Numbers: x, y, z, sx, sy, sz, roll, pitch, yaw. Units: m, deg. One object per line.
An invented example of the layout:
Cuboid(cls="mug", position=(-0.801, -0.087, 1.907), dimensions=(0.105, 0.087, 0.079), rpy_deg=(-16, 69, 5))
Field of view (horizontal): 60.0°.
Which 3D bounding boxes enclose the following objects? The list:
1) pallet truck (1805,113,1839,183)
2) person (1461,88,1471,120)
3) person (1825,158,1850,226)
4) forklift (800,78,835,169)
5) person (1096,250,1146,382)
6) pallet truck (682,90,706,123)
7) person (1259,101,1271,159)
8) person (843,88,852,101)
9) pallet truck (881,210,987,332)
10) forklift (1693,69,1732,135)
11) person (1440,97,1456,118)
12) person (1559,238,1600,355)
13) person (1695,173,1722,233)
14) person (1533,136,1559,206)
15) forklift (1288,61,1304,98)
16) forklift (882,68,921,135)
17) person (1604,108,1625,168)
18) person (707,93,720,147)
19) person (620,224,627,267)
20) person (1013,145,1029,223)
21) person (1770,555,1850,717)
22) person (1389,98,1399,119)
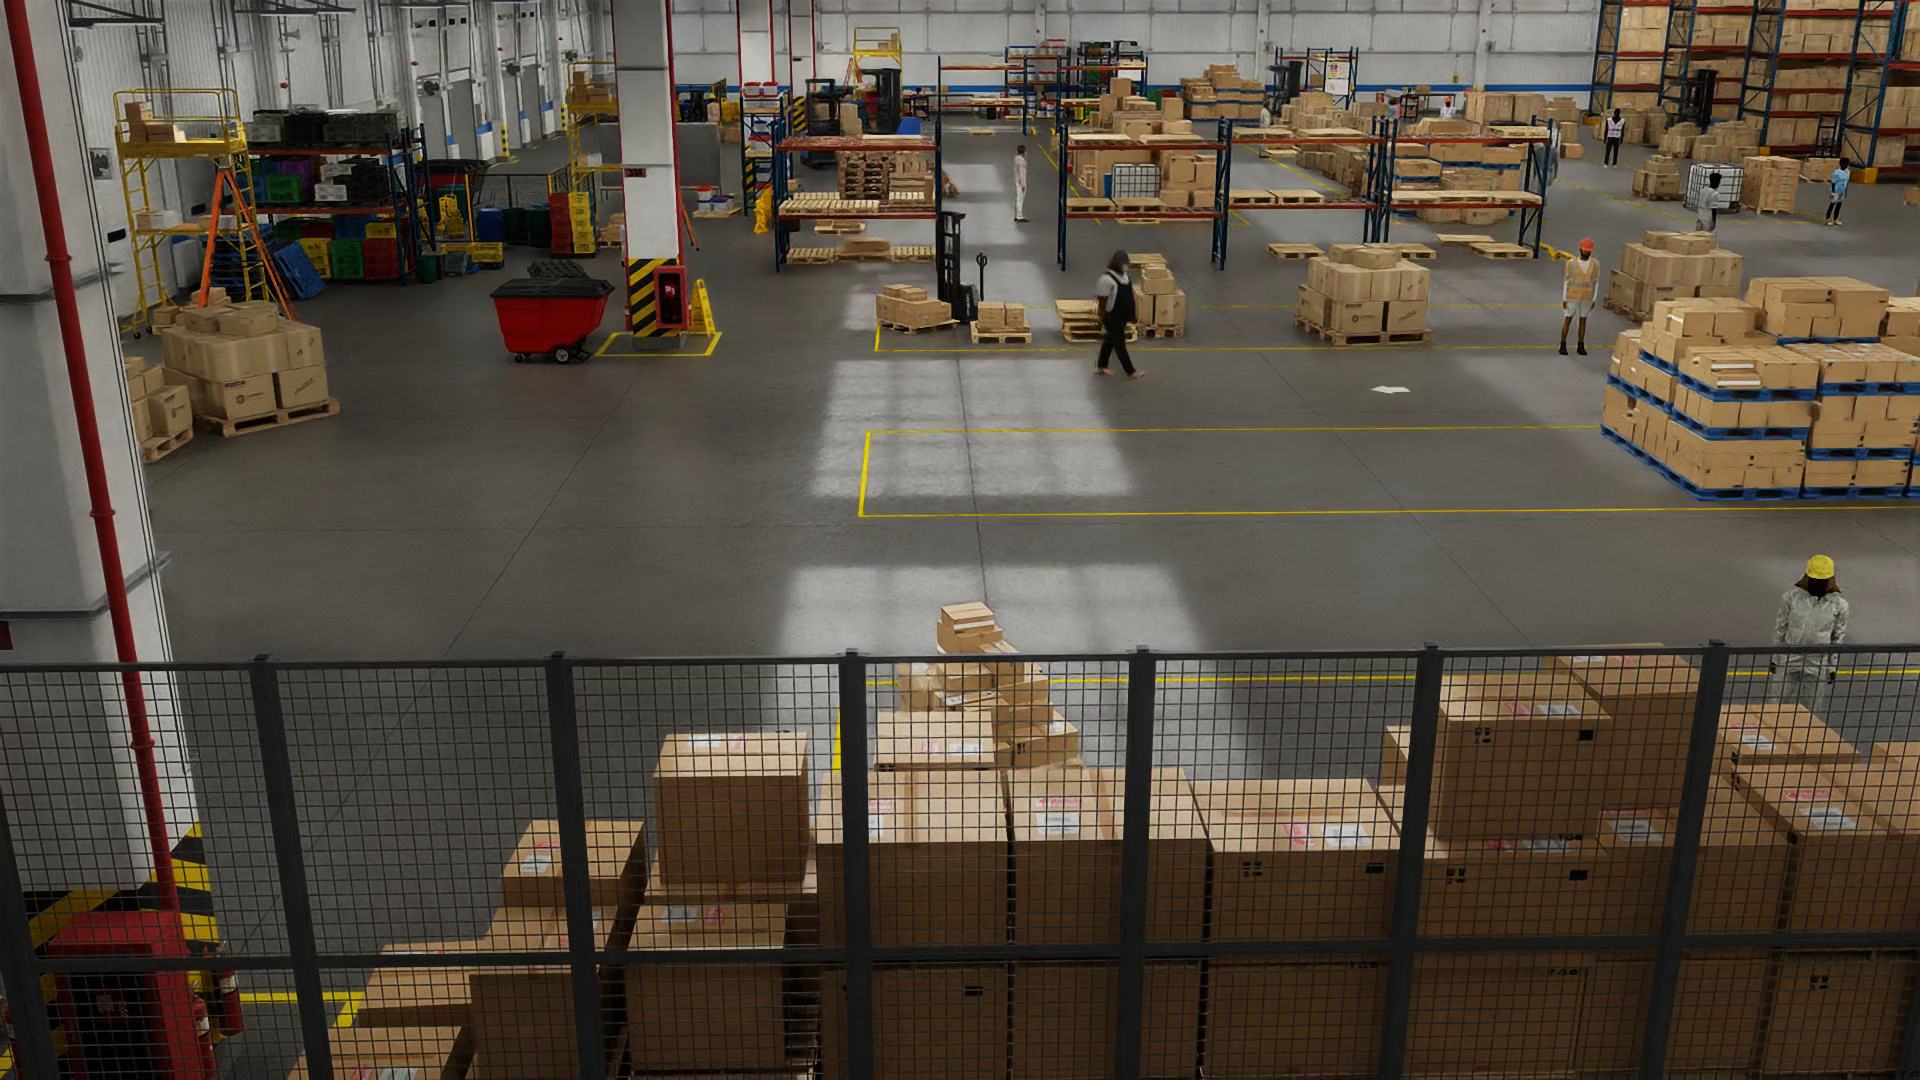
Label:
Cuboid(cls="pallet truck", position=(26.403, -11.957, 50.702), dimensions=(0.823, 1.965, 1.885), rpy_deg=(6, 19, 16))
Cuboid(cls="person", position=(19.577, -16.437, 64.090), dimensions=(1.030, 1.945, 0.632), rpy_deg=(8, 20, 23))
Cuboid(cls="person", position=(21.911, -8.685, 41.474), dimensions=(0.530, 1.689, 0.322), rpy_deg=(-8, 20, -22))
Cuboid(cls="forklift", position=(-4.527, -13.620, 54.275), dimensions=(1.129, 2.768, 1.873), rpy_deg=(-6, 20, -18))
Cuboid(cls="person", position=(2.470, -3.459, 25.427), dimensions=(1.003, 2.000, 0.703), rpy_deg=(13, 23, 34))
Cuboid(cls="pallet truck", position=(-9.671, -15.907, 62.421), dimensions=(0.823, 1.965, 1.885), rpy_deg=(5, 19, 15))
Cuboid(cls="person", position=(10.490, -14.117, 57.203), dimensions=(0.372, 1.940, 0.627), rpy_deg=(0, 19, -1))
Cuboid(cls="person", position=(-4.563, -17.717, 68.301), dimensions=(0.502, 1.670, 0.554), rpy_deg=(-17, 25, -41))
Cuboid(cls="pallet truck", position=(-0.493, -4.759, 29.349), dimensions=(1.885, 1.965, 0.823), rpy_deg=(-13, 23, -34))
Cuboid(cls="forklift", position=(26.710, -15.480, 59.794), dimensions=(1.873, 2.768, 1.129), rpy_deg=(-1, 19, -1))
Cuboid(cls="person", position=(17.357, -14.816, 59.318), dimensions=(0.572, 1.921, 0.379), rpy_deg=(12, 22, 31))
Cuboid(cls="person", position=(10.100, -3.958, 27.088), dimensions=(0.542, 1.928, 0.399), rpy_deg=(2, 19, 5))
Cuboid(cls="person", position=(16.114, -6.933, 35.871), dimensions=(0.383, 1.957, 0.606), rpy_deg=(-2, 19, -7))
Cuboid(cls="person", position=(15.755, -9.926, 44.781), dimensions=(0.649, 1.929, 0.442), rpy_deg=(9, 21, 26))
Cuboid(cls="forklift", position=(13.218, -17.524, 65.857), dimensions=(1.873, 2.768, 1.129), rpy_deg=(-1, 19, -2))
Cuboid(cls="forklift", position=(-2.449, -15.675, 60.373), dimensions=(1.873, 2.768, 1.129), rpy_deg=(-10, 21, -26))
Cuboid(cls="person", position=(21.339, -13.115, 54.280), dimensions=(0.592, 1.912, 0.385), rpy_deg=(6, 20, 17))
Cuboid(cls="person", position=(-9.030, -15.361, 60.905), dimensions=(0.356, 1.930, 0.587), rpy_deg=(14, 23, 35))
Cuboid(cls="person", position=(-6.092, -5.336, 31.164), dimensions=(0.587, 1.930, 0.361), rpy_deg=(-17, 25, -40))
Cuboid(cls="person", position=(1.538, -9.008, 42.043), dimensions=(0.366, 1.940, 0.635), rpy_deg=(-4, 19, -11))
Cuboid(cls="person", position=(6.514, 0.942, 12.830), dimensions=(0.487, 1.744, 0.294), rpy_deg=(8, 20, 23))
Cuboid(cls="person", position=(15.670, -15.098, 60.319), dimensions=(0.446, 1.816, 0.674), rpy_deg=(11, 21, 29))
